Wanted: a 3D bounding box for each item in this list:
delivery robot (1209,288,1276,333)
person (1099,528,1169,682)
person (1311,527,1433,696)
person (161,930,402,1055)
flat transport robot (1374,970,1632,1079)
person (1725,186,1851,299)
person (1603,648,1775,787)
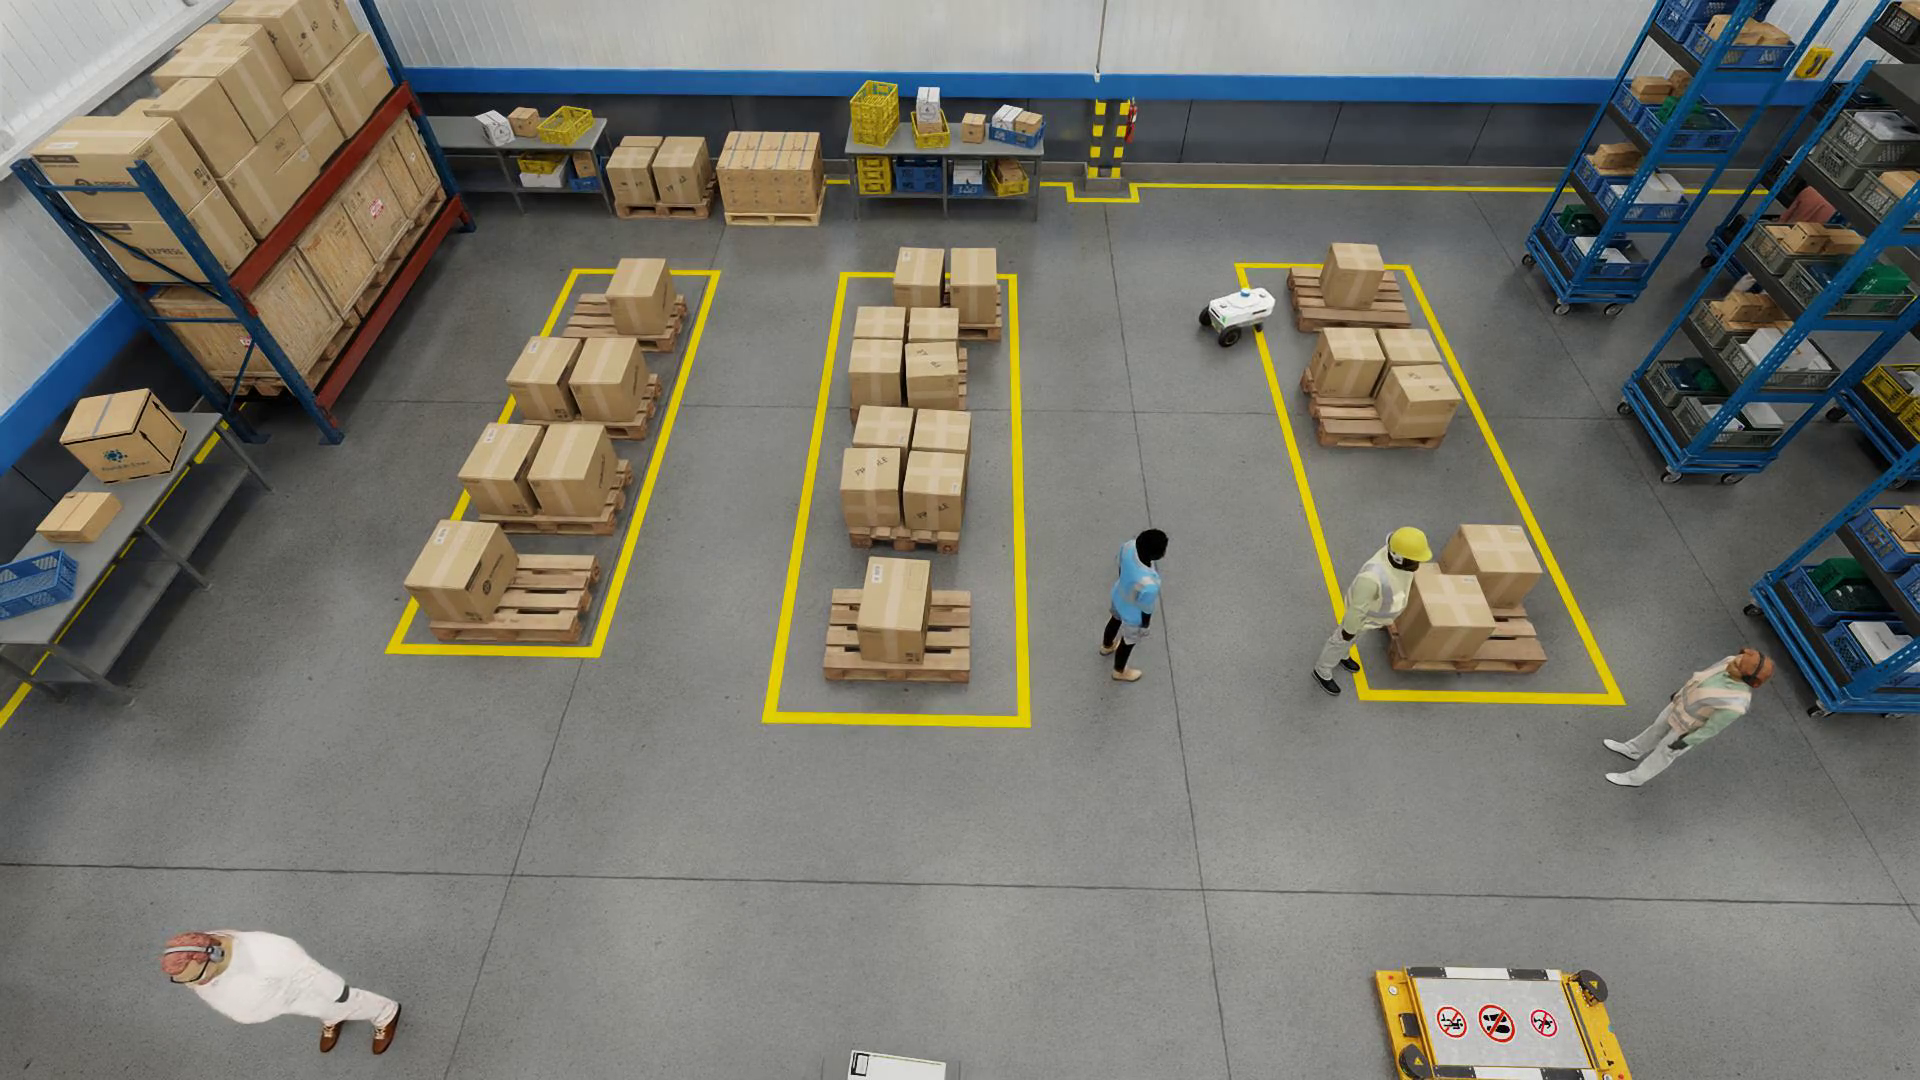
[{"bbox_3d":[3.183,-2.622,10.365,0.707,0.478,0.477,-17,53,-13],"label":"delivery robot"},{"bbox_3d":[1.353,0.499,7.145,0.319,1.698,0.538,-11,52,-9],"label":"person"},{"bbox_3d":[3.150,0.532,7.031,0.593,1.837,0.404,-36,59,-25],"label":"person"},{"bbox_3d":[-3.905,2.619,5.295,0.650,1.900,0.401,3,51,2],"label":"person"},{"bbox_3d":[3.501,3.133,5.914,1.431,0.197,0.652,1,51,1],"label":"flat transport robot"},{"bbox_3d":[9.048,-3.145,9.941,0.411,1.980,0.625,-17,53,-13],"label":"person"},{"bbox_3d":[5.195,1.275,6.551,0.308,1.640,0.510,18,53,14],"label":"person"}]
